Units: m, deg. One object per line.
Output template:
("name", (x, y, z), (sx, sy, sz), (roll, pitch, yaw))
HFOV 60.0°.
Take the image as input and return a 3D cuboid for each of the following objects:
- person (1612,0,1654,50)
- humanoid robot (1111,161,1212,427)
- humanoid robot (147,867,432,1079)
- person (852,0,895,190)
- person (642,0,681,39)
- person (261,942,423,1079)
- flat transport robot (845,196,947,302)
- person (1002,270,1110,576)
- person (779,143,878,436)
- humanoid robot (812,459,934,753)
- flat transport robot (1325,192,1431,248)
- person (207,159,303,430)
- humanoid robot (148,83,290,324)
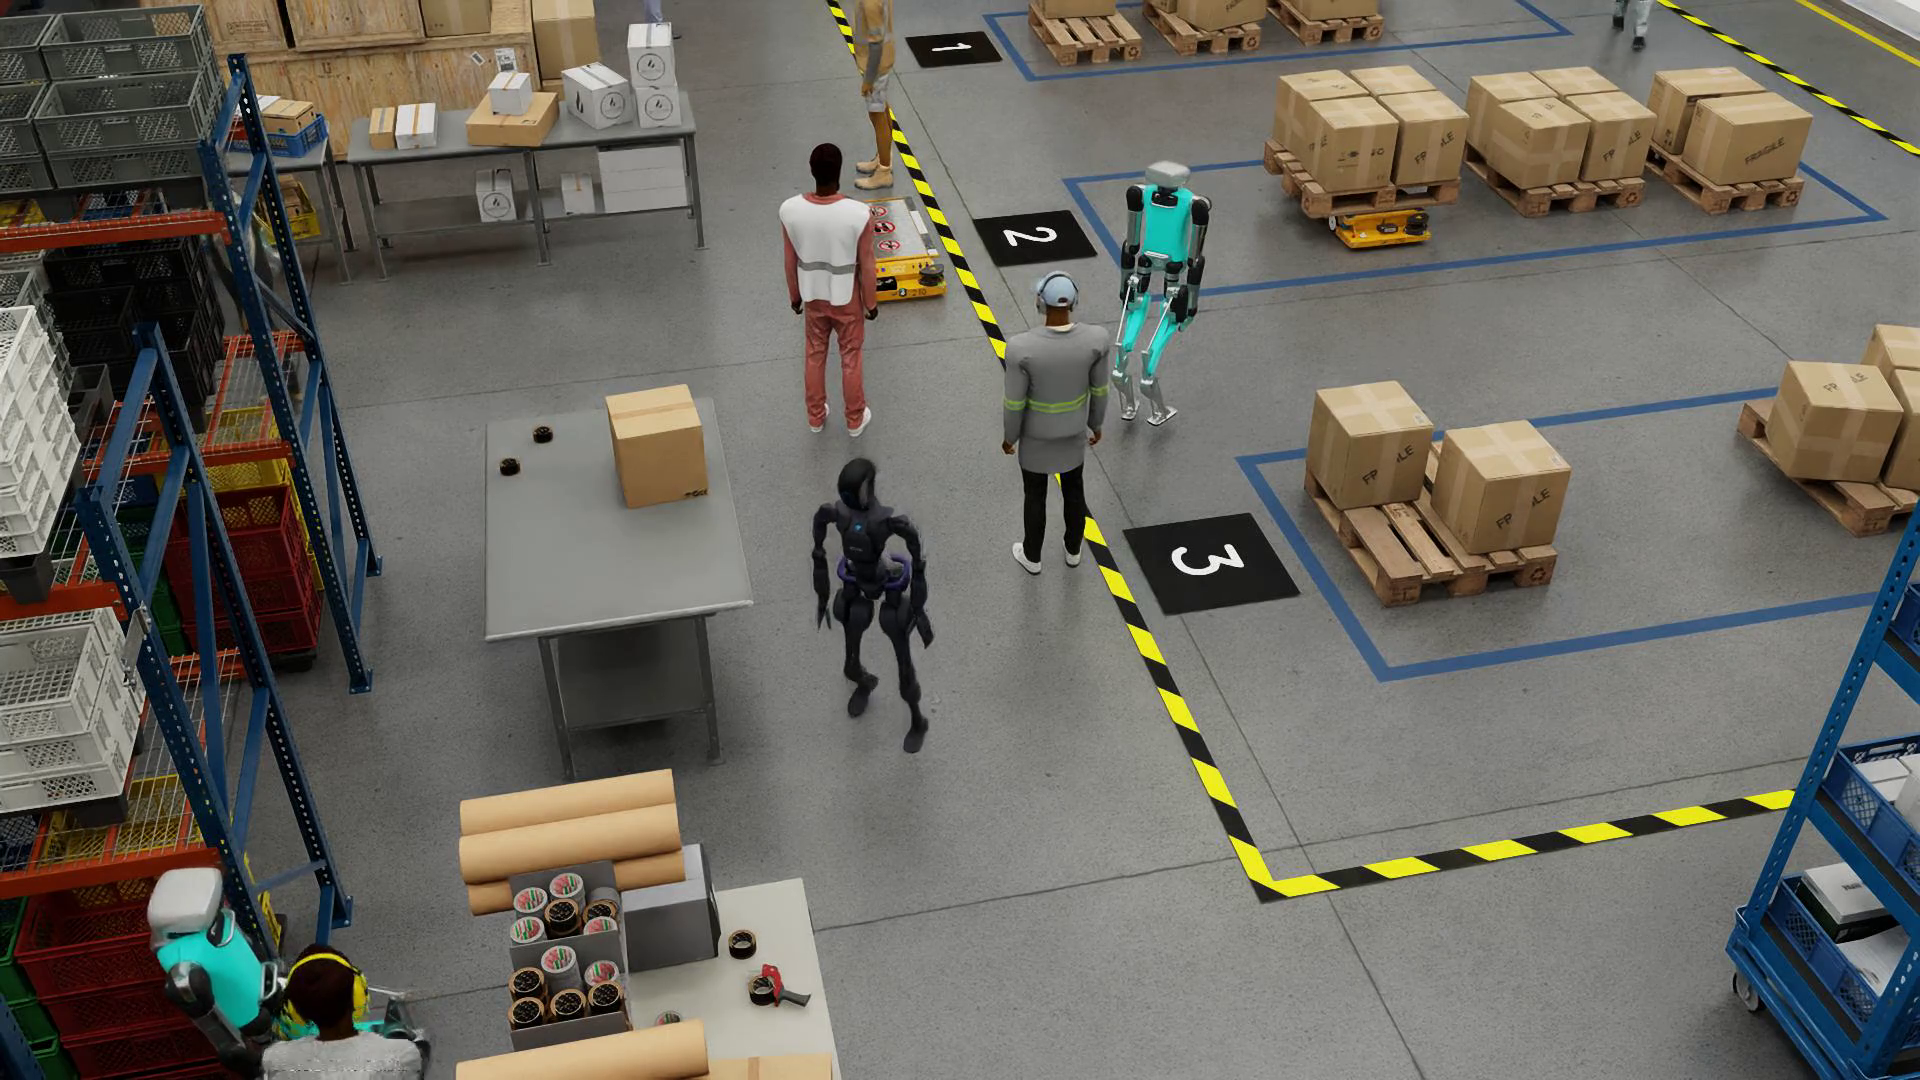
("person", (6.579, -5.674, 15.917), (0.605, 1.781, 0.944), (9, 37, 11))
("humanoid robot", (1.137, -1.426, 10.131), (0.533, 1.673, 0.735), (18, 40, 23))
("humanoid robot", (-2.275, 1.764, 5.945), (0.966, 1.729, 0.541), (-10, 38, -13))
("person", (-0.706, -3.772, 13.142), (0.385, 2.039, 0.605), (2, 37, 2))
("person", (-2.957, -5.731, 16.001), (0.312, 1.769, 0.523), (-14, 39, -18))
("person", (-1.934, 2.066, 5.458), (0.570, 1.845, 0.493), (-3, 37, -3))
("flat transport robot", (-0.570, -2.220, 12.538), (0.659, 0.231, 1.431), (-8, 37, -10))
("person", (0.504, -0.635, 9.081), (0.597, 1.850, 0.386), (-9, 38, -12))
("person", (-0.791, -1.502, 10.203), (0.579, 1.911, 0.394), (10, 38, 13))
("humanoid robot", (-0.400, 0.265, 8.031), (0.608, 1.631, 0.411), (10, 38, 13))
("flat transport robot", (3.134, -2.740, 13.213), (0.652, 0.197, 1.431), (-8, 37, -10))
("person", (-4.418, -1.542, 10.305), (0.327, 1.843, 0.512), (-12, 38, -15))
("humanoid robot", (-4.996, -2.271, 11.368), (0.776, 1.757, 0.568), (4, 37, 5))
